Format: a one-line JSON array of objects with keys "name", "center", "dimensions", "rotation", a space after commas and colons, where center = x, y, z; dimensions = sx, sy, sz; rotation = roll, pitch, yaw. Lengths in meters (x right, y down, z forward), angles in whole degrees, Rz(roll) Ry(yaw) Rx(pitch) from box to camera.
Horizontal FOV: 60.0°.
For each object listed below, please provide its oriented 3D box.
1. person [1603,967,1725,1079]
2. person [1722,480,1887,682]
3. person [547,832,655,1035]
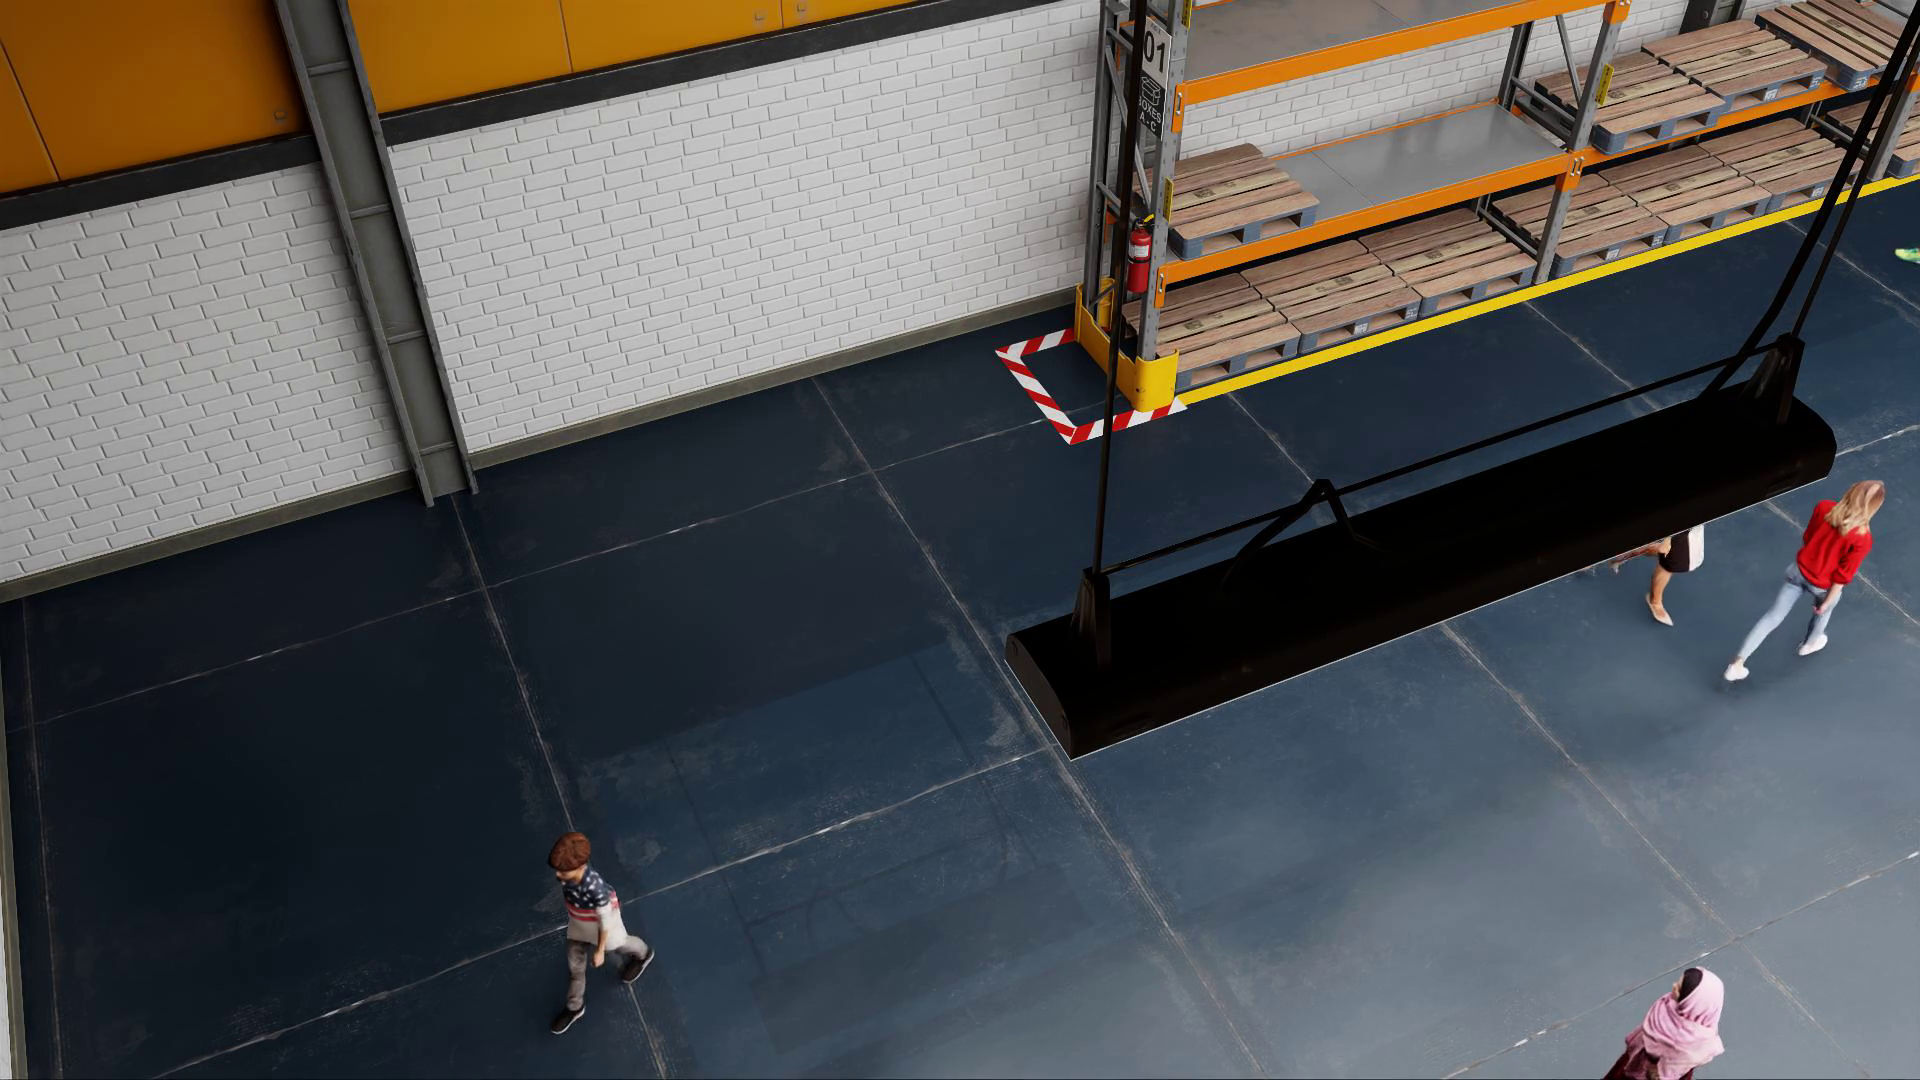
[{"name": "person", "center": [3.499, 2.637, 8.285], "dimensions": [0.817, 1.637, 0.761], "rotation": [13, 45, 13]}, {"name": "person", "center": [5.432, 0.294, 10.733], "dimensions": [1.186, 1.653, 0.697], "rotation": [-23, 48, -22]}, {"name": "person", "center": [-1.944, 2.046, 9.073], "dimensions": [0.850, 1.405, 1.001], "rotation": [22, 48, 21]}]
